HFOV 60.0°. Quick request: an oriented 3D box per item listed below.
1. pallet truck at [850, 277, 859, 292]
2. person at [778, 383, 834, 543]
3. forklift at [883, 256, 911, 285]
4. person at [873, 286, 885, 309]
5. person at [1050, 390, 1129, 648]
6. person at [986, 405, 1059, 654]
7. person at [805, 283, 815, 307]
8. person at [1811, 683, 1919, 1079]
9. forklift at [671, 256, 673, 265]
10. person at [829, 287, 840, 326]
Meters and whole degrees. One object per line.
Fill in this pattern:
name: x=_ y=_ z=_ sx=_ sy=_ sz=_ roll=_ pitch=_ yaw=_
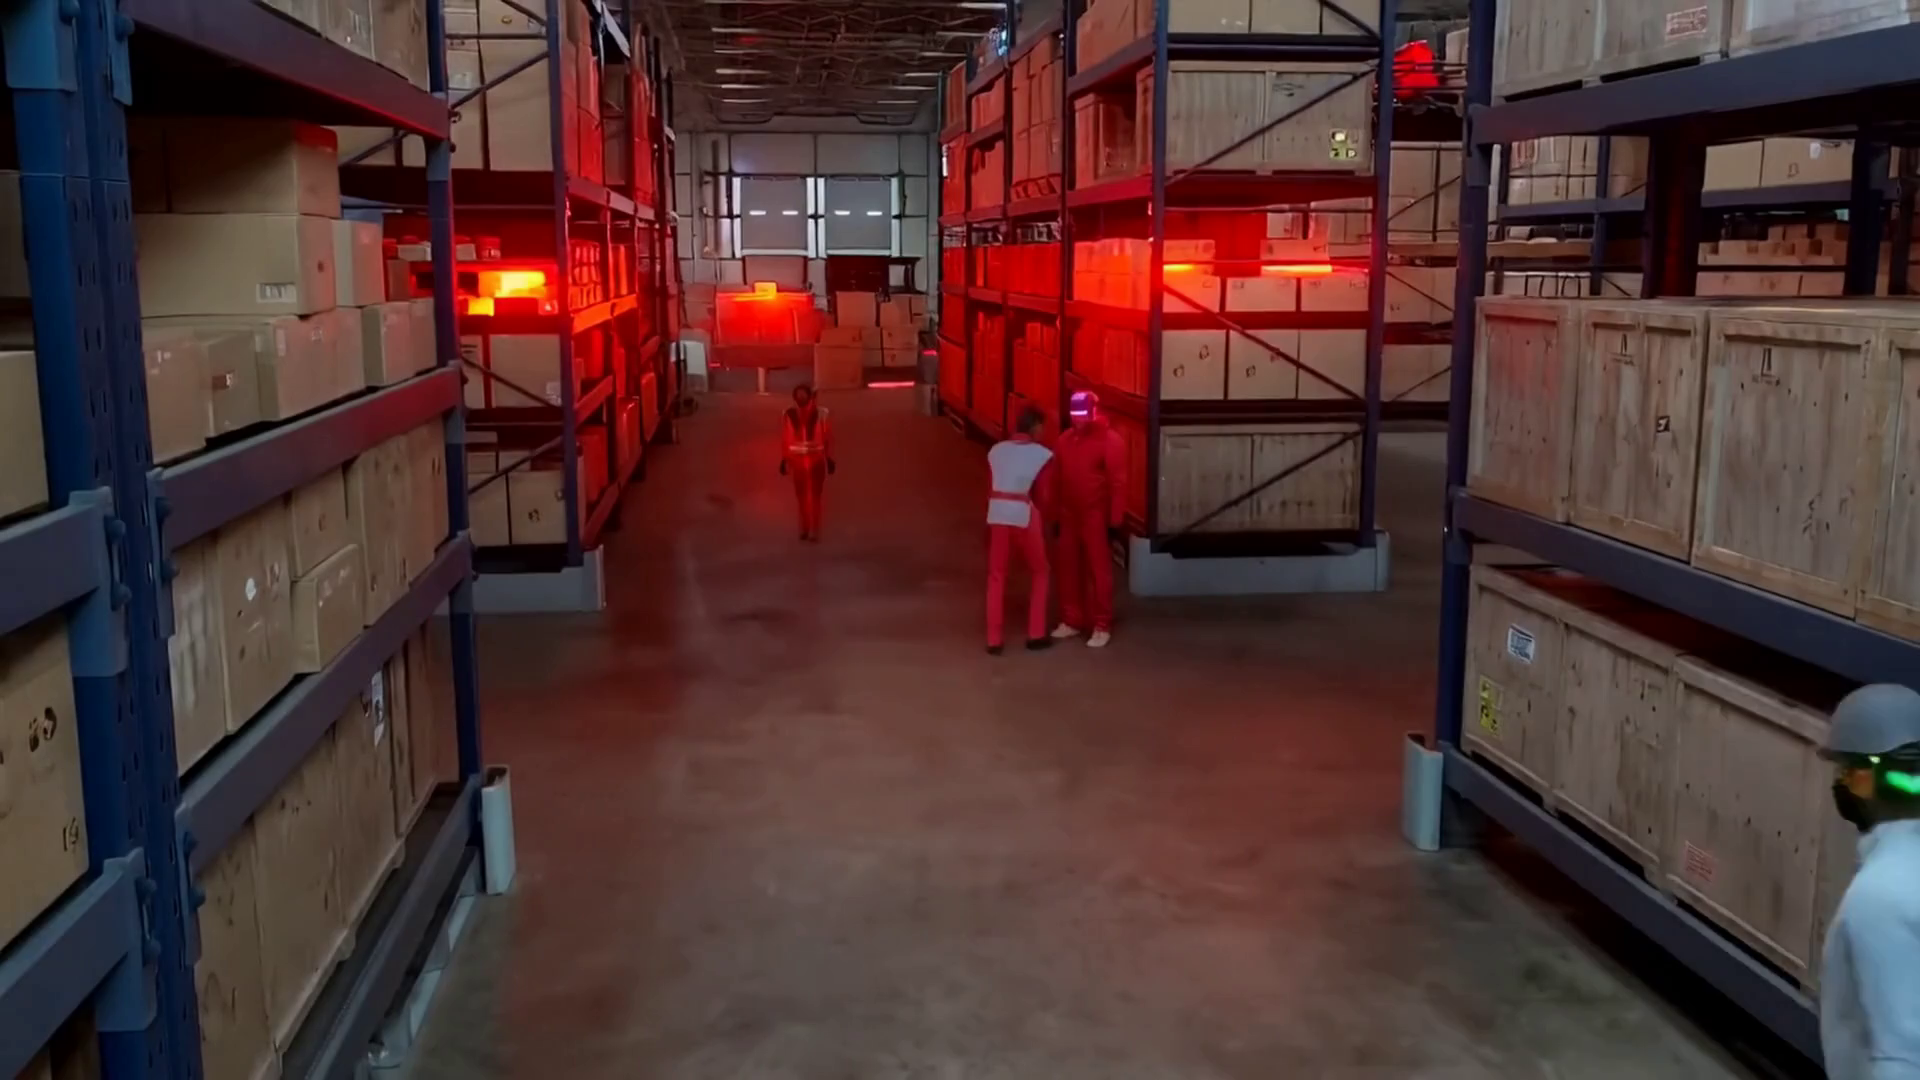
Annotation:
pallet truck: x=-3.782 y=-9.391 z=65.808 sx=1.885 sy=1.965 sz=0.823 roll=2 pitch=10 yaw=10
person: x=-1.565 y=-0.764 z=16.697 sx=0.548 sy=1.599 sz=0.803 roll=1 pitch=10 yaw=4
forklift: x=-2.062 y=-7.792 z=53.930 sx=1.129 sy=2.768 sz=1.873 roll=-2 pitch=10 yaw=-13
person: x=-2.645 y=-6.918 z=51.647 sx=0.645 sy=1.918 sz=0.596 roll=-4 pitch=11 yaw=-24
person: x=0.928 y=-0.160 z=12.341 sx=0.643 sy=1.905 sz=0.399 roll=9 pitch=13 yaw=42
person: x=0.448 y=-0.072 z=12.126 sx=0.562 sy=1.804 sz=0.609 roll=6 pitch=11 yaw=30
person: x=-5.560 y=-8.453 z=60.719 sx=0.526 sy=1.865 sz=0.615 roll=-8 pitch=13 yaw=-39
person: x=2.094 y=1.304 z=3.675 sx=0.638 sy=1.942 sz=0.732 roll=-8 pitch=12 yaw=-38
forklift: x=-10.983 y=-9.065 z=61.341 sx=1.129 sy=2.768 sz=1.873 roll=-1 pitch=10 yaw=-7
person: x=-4.893 y=-9.323 z=66.579 sx=0.594 sy=1.598 sz=0.652 roll=3 pitch=10 yaw=15
